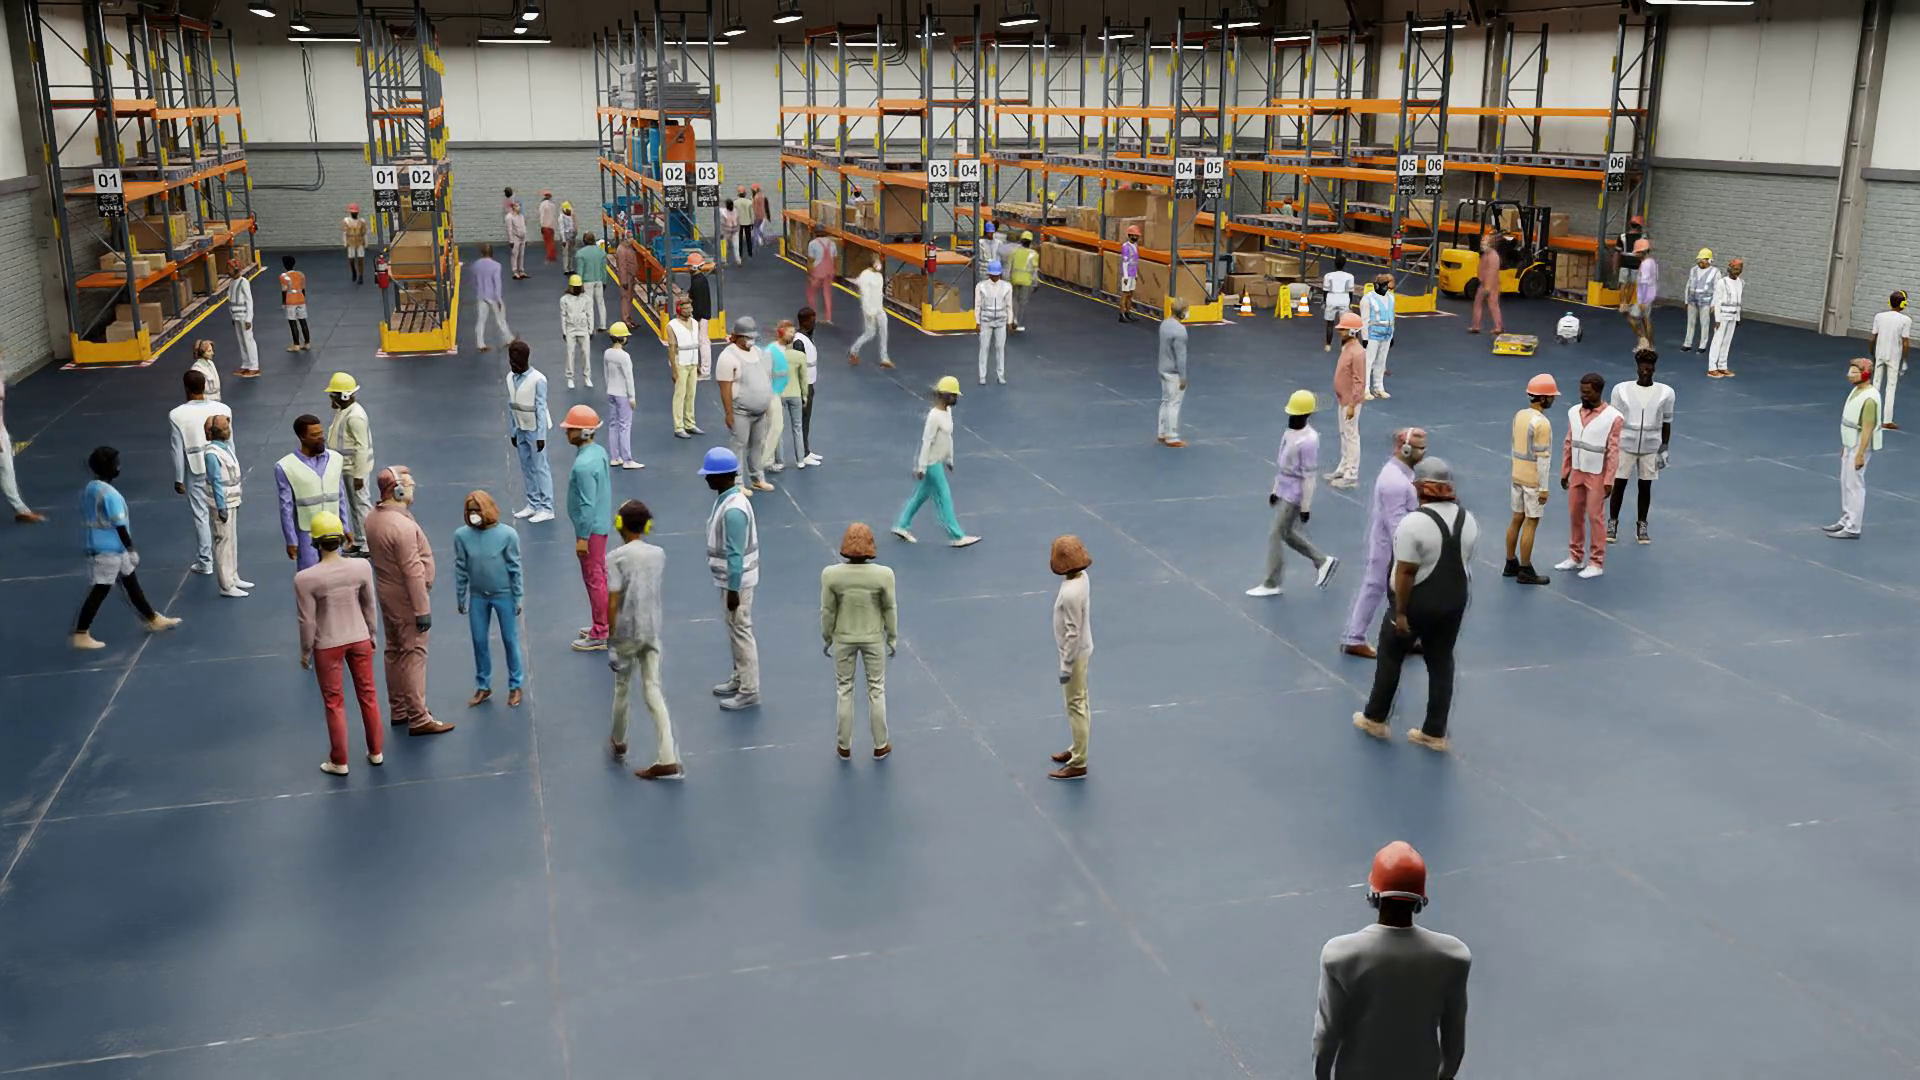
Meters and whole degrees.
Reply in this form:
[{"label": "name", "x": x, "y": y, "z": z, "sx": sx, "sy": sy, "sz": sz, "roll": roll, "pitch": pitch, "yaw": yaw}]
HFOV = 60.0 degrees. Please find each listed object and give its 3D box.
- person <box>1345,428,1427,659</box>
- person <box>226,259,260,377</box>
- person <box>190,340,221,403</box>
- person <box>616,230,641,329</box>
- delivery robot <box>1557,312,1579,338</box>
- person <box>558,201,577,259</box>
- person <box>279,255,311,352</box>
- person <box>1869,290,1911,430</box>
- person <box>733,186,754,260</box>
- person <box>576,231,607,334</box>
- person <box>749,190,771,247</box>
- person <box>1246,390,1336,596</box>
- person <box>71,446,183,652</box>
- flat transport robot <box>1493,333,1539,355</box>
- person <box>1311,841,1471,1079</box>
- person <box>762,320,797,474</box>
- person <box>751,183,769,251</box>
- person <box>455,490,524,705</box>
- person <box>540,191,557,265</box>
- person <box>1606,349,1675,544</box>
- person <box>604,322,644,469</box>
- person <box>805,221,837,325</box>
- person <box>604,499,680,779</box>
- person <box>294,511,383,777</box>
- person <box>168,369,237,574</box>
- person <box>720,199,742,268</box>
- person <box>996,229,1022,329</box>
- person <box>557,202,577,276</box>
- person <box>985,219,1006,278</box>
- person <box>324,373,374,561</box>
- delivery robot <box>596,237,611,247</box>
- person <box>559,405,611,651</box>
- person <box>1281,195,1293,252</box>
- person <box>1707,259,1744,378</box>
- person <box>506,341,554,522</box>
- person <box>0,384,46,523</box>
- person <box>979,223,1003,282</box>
[{"label": "person", "x": 3.492, "y": 0.044, "z": 13.077, "sx": 0.876, "sy": 1.873, "sz": 0.684, "roll": 6, "pitch": 16, "yaw": 23}, {"label": "person", "x": -11.484, "y": -3.549, "z": 26.592, "sx": 0.582, "sy": 1.882, "sz": 0.338, "roll": 14, "pitch": 20, "yaw": 43}, {"label": "person", "x": -8.818, "y": -1.533, "z": 19.495, "sx": 0.314, "sy": 1.631, "sz": 0.516, "roll": -1, "pitch": 15, "yaw": -4}, {"label": "person", "x": -6.402, "y": -5.030, "z": 32.137, "sx": 0.399, "sy": 1.902, "sz": 0.643, "roll": 0, "pitch": 15, "yaw": 2}, {"label": "delivery robot", "x": 11.070, "y": -3.894, "z": 30.260, "sx": 0.477, "sy": 0.478, "sz": 0.707, "roll": 5, "pitch": 16, "yaw": 20}, {"label": "person", "x": -10.838, "y": -8.532, "z": 45.837, "sx": 0.529, "sy": 1.620, "sz": 0.375, "roll": 6, "pitch": 16, "yaw": 23}, {"label": "person", "x": -11.702, "y": -4.154, "z": 29.219, "sx": 0.319, "sy": 1.698, "sz": 0.538, "roll": 7, "pitch": 17, "yaw": 25}, {"label": "person", "x": 12.499, "y": -2.425, "z": 22.391, "sx": 0.309, "sy": 1.868, "sz": 0.535, "roll": -10, "pitch": 18, "yaw": -32}, {"label": "person", "x": -5.982, "y": -8.742, "z": 45.918, "sx": 0.611, "sy": 1.997, "sz": 0.375, "roll": -4, "pitch": 15, "yaw": -15}, {"label": "person", "x": -6.950, "y": -4.856, "z": 31.422, "sx": 0.628, "sy": 1.933, "sz": 0.368, "roll": -13, "pitch": 20, "yaw": -41}, {"label": "person", "x": -6.010, "y": -9.696, "z": 49.924, "sx": 0.664, "sy": 1.790, "sz": 0.980, "roll": 6, "pitch": 16, "yaw": 21}, {"label": "person", "x": 2.984, "y": -0.420, "z": 14.820, "sx": 0.777, "sy": 1.883, "sz": 0.611, "roll": 0, "pitch": 15, "yaw": -2}, {"label": "person", "x": -6.874, "y": 0.054, "z": 13.480, "sx": 0.894, "sy": 1.647, "sz": 0.548, "roll": -13, "pitch": 19, "yaw": -39}, {"label": "flat transport robot", "x": 9.813, "y": -3.457, "z": 29.336, "sx": 0.652, "sy": 0.197, "sz": 1.431, "roll": 6, "pitch": 16, "yaw": 22}, {"label": "person", "x": 1.573, "y": 1.944, "z": 6.172, "sx": 0.574, "sy": 1.749, "sz": 0.337, "roll": -1, "pitch": 15, "yaw": -2}, {"label": "person", "x": -2.170, "y": -1.723, "z": 19.877, "sx": 0.490, "sy": 1.803, "sz": 0.614, "roll": 6, "pitch": 16, "yaw": 21}, {"label": "person", "x": -5.903, "y": -9.408, "z": 48.458, "sx": 0.429, "sy": 1.975, "sz": 0.644, "roll": 5, "pitch": 16, "yaw": 17}, {"label": "person", "x": -3.425, "y": 0.422, "z": 12.151, "sx": 0.506, "sy": 1.625, "sz": 0.297, "roll": 2, "pitch": 15, "yaw": 7}, {"label": "person", "x": -11.103, "y": -8.404, "z": 44.776, "sx": 0.421, "sy": 1.952, "sz": 0.774, "roll": 7, "pitch": 16, "yaw": 24}, {"label": "person", "x": 6.763, "y": -0.936, "z": 16.601, "sx": 0.613, "sy": 1.965, "sz": 0.361, "roll": 4, "pitch": 15, "yaw": 15}, {"label": "person", "x": -4.065, "y": -1.734, "z": 19.988, "sx": 0.311, "sy": 1.769, "sz": 0.522, "roll": -14, "pitch": 20, "yaw": -42}, {"label": "person", "x": -2.800, "y": -5.269, "z": 32.765, "sx": 0.711, "sy": 2.000, "sz": 0.724, "roll": -13, "pitch": 20, "yaw": -41}, {"label": "person", "x": -2.146, "y": 0.647, "z": 10.969, "sx": 0.556, "sy": 1.804, "sz": 0.830, "roll": -12, "pitch": 19, "yaw": -38}, {"label": "person", "x": -4.074, "y": 0.677, "z": 10.915, "sx": 0.524, "sy": 1.769, "sz": 0.316, "roll": -13, "pitch": 20, "yaw": -41}, {"label": "person", "x": -7.062, "y": -0.639, "z": 15.591, "sx": 0.388, "sy": 1.913, "sz": 0.586, "roll": 11, "pitch": 19, "yaw": 36}, {"label": "person", "x": -6.073, "y": -8.091, "z": 43.861, "sx": 0.637, "sy": 1.799, "sz": 0.965, "roll": -8, "pitch": 17, "yaw": -28}, {"label": "person", "x": 1.020, "y": -5.051, "z": 32.213, "sx": 0.630, "sy": 1.908, "sz": 0.903, "roll": -3, "pitch": 15, "yaw": -13}, {"label": "person", "x": -9.852, "y": -7.574, "z": 41.830, "sx": 0.404, "sy": 1.836, "sz": 0.590, "roll": 3, "pitch": 15, "yaw": 12}, {"label": "person", "x": 0.738, "y": -6.019, "z": 36.019, "sx": 0.554, "sy": 1.814, "sz": 0.994, "roll": -6, "pitch": 16, "yaw": -20}, {"label": "person", "x": -5.837, "y": -0.698, "z": 15.959, "sx": 0.404, "sy": 1.835, "sz": 0.590, "roll": -8, "pitch": 17, "yaw": -29}, {"label": "delivery robot", "x": -10.012, "y": -8.258, "z": 46.679, "sx": 0.477, "sy": 0.478, "sz": 0.707, "roll": -5, "pitch": 16, "yaw": -18}, {"label": "person", "x": -2.989, "y": -0.104, "z": 13.414, "sx": 0.382, "sy": 1.994, "sz": 0.623, "roll": 0, "pitch": 15, "yaw": 0}, {"label": "person", "x": 9.483, "y": -9.152, "z": 48.152, "sx": 0.280, "sy": 1.636, "sz": 0.502, "roll": -5, "pitch": 16, "yaw": -18}, {"label": "person", "x": 12.255, "y": -3.539, "z": 26.554, "sx": 0.574, "sy": 1.884, "sz": 0.360, "roll": -8, "pitch": 17, "yaw": -26}, {"label": "person", "x": -4.525, "y": -1.147, "z": 17.519, "sx": 0.584, "sy": 1.911, "sz": 0.394, "roll": 12, "pitch": 19, "yaw": 37}, {"label": "person", "x": -10.067, "y": -1.096, "z": 17.360, "sx": 0.875, "sy": 1.898, "sz": 0.673, "roll": -2, "pitch": 15, "yaw": -6}, {"label": "person", "x": 0.592, "y": -5.390, "z": 33.395, "sx": 0.618, "sy": 1.945, "sz": 0.394, "roll": -4, "pitch": 15, "yaw": -16}]
